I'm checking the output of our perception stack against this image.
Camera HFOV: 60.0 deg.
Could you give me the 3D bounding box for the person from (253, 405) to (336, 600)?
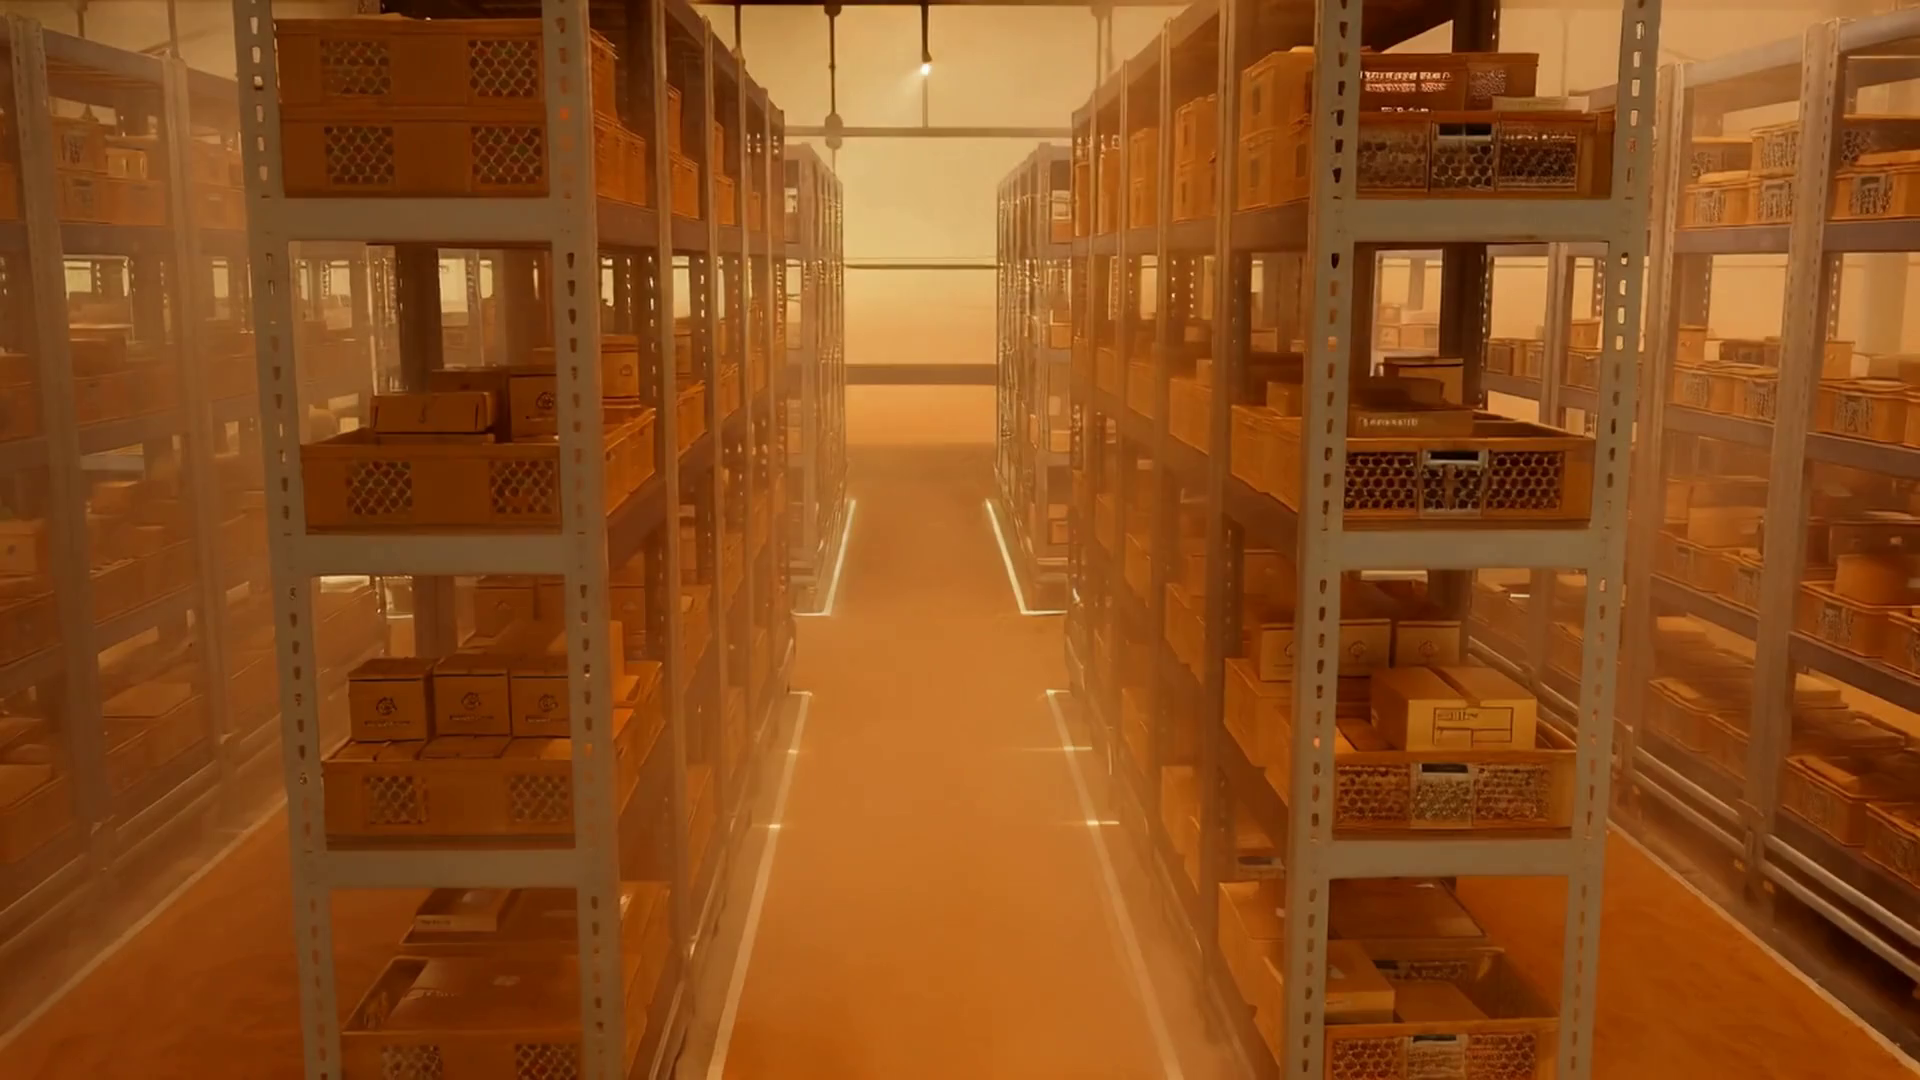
[{"bbox_3d":[-5.106,-0.383,12.795,0.646,1.962,0.529,-3,10,-19],"label":"person"}]
